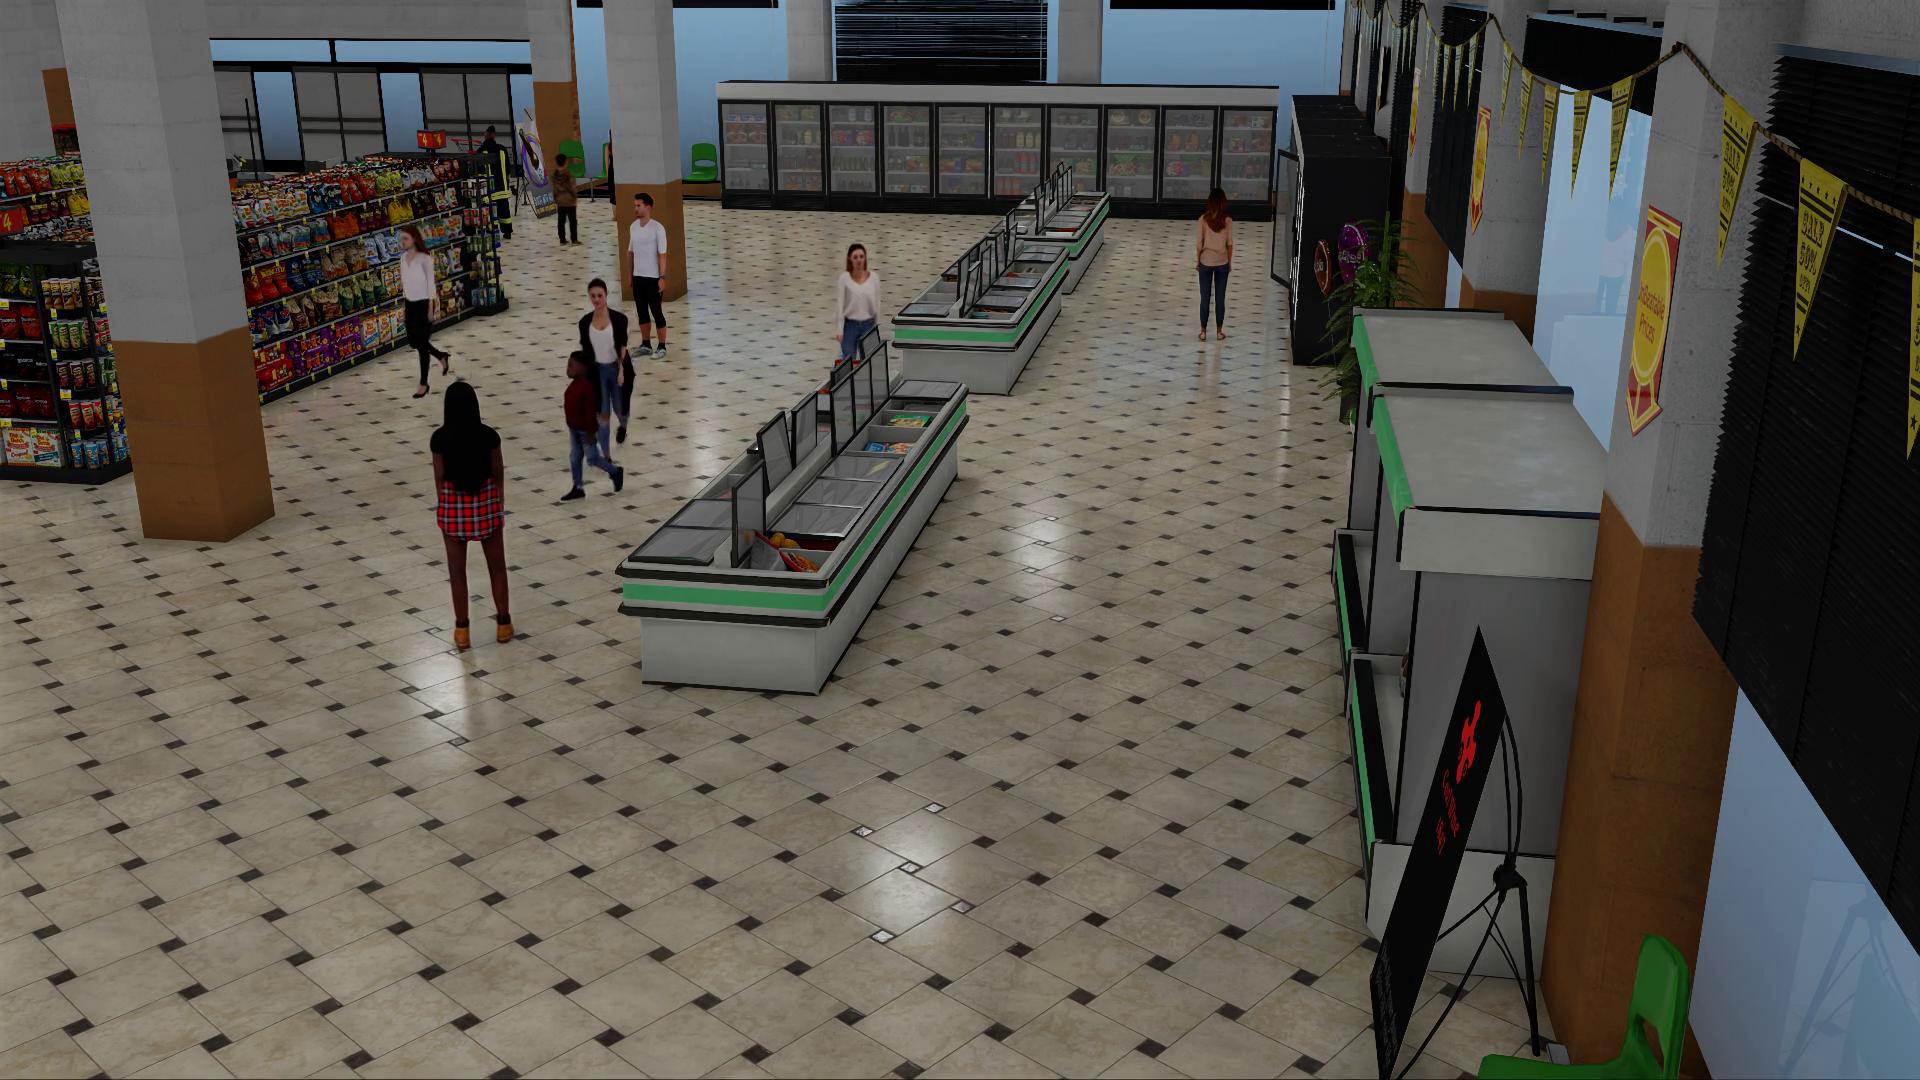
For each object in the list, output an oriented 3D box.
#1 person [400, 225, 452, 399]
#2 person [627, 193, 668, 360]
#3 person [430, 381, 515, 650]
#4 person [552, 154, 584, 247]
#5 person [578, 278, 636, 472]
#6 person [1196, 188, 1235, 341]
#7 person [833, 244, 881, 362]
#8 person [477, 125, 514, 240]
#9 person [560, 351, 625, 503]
[{"bbox_3d":[-5.490,-2.355,17.094,0.752,1.747,0.985,9,21,25],"label":"person"},{"bbox_3d":[-3.528,-2.992,18.818,0.747,1.851,0.688,11,21,29],"label":"person"},{"bbox_3d":[-3.122,-0.163,10.626,0.708,1.724,0.747,-8,20,-22],"label":"person"},{"bbox_3d":[-6.381,-5.488,26.842,0.603,1.454,0.602,6,20,18],"label":"person"},{"bbox_3d":[-3.077,-1.469,14.621,0.827,1.647,1.181,-2,19,-4],"label":"person"},{"bbox_3d":[3.018,-3.276,19.754,0.586,1.792,0.515,3,19,8],"label":"person"},{"bbox_3d":[-1.035,-2.048,16.345,0.961,1.644,1.232,-5,19,-14],"label":"person"},{"bbox_3d":[-7.673,-5.880,27.369,0.856,1.861,0.945,-17,25,-40],"label":"person"},{"bbox_3d":[-3.038,-0.928,13.652,0.845,1.241,0.739,-17,25,-41],"label":"person"}]
